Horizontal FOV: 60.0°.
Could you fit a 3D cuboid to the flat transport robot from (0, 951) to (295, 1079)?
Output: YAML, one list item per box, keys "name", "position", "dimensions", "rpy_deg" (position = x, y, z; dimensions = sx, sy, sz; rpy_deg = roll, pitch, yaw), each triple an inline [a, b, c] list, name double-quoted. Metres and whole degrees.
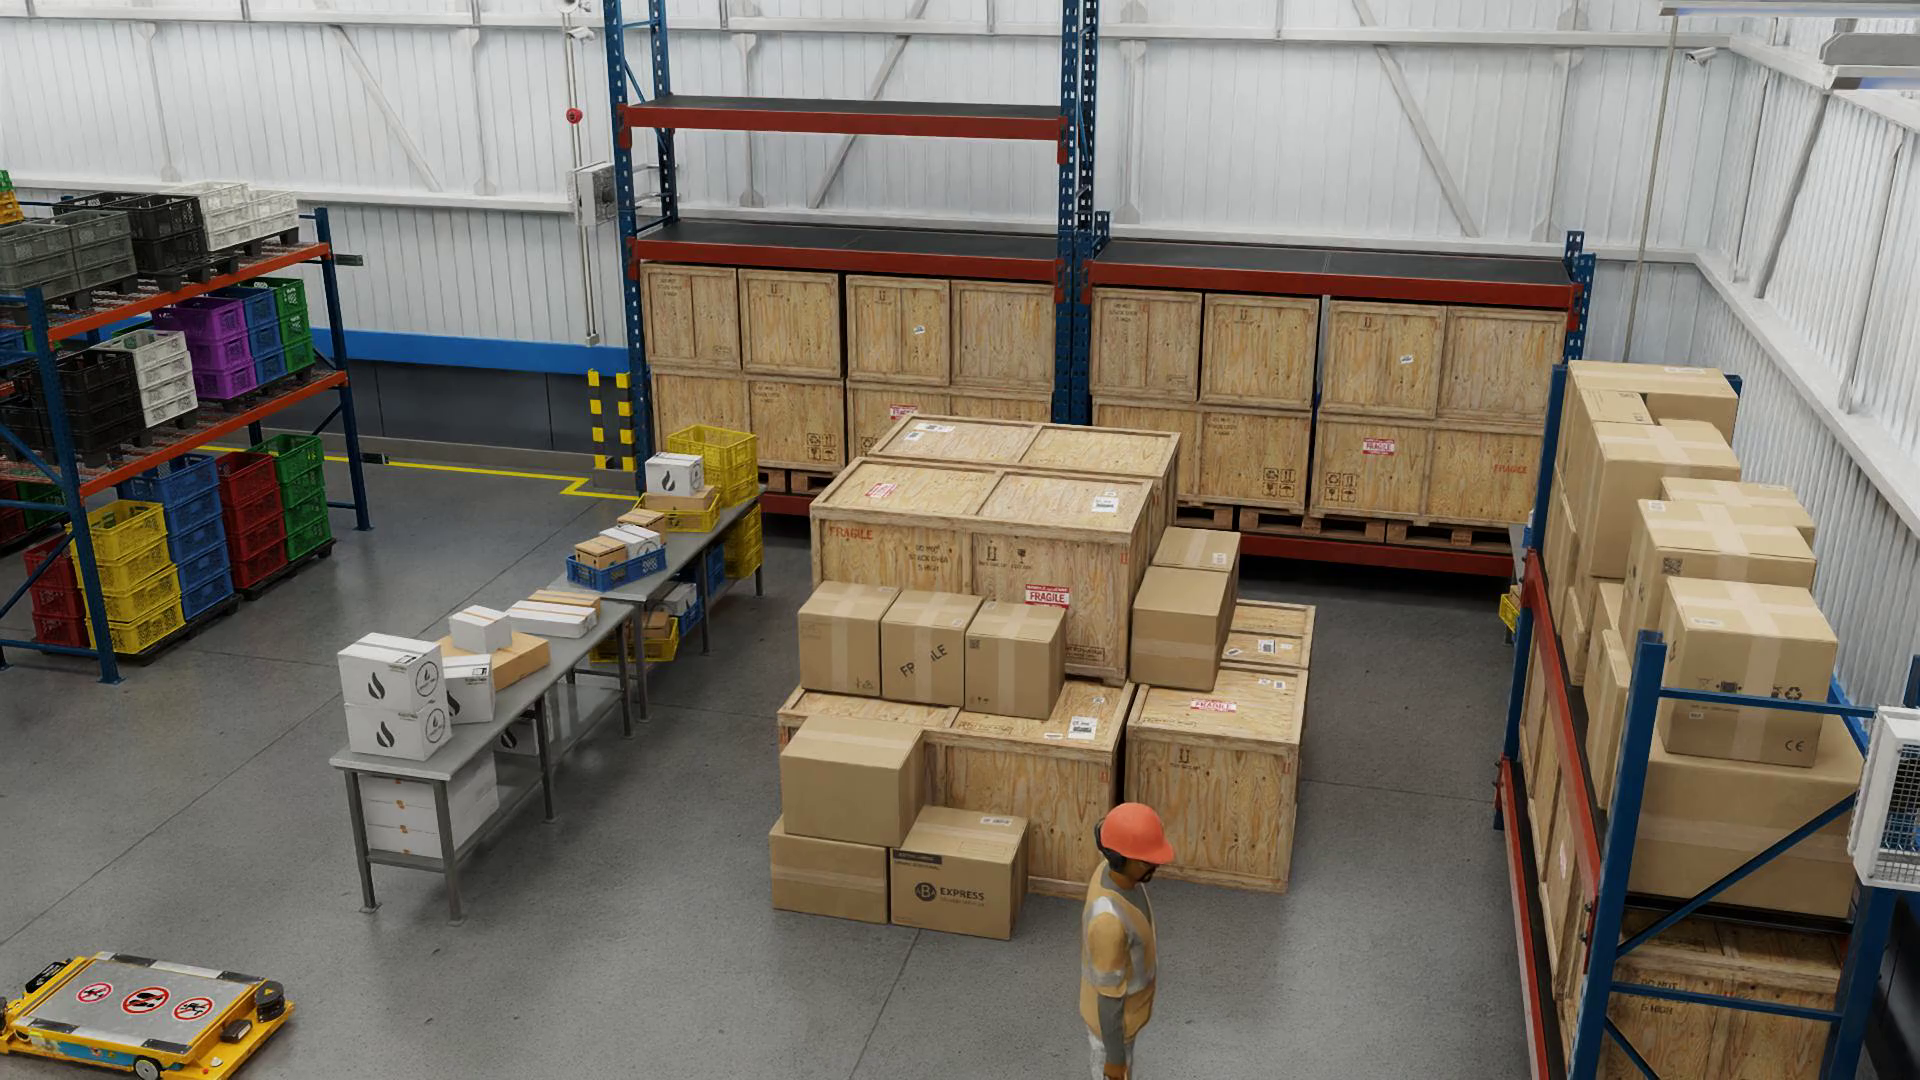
- name: "flat transport robot"
  position: [-4.270, 2.464, 8.601]
  dimensions: [1.431, 0.231, 0.659]
  rpy_deg: [5, 22, 13]

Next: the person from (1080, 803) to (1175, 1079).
- name: "person"
  position: [0.709, 2.042, 7.222]
  dimensions: [0.370, 2.040, 0.614]
  rpy_deg: [3, 21, 9]
